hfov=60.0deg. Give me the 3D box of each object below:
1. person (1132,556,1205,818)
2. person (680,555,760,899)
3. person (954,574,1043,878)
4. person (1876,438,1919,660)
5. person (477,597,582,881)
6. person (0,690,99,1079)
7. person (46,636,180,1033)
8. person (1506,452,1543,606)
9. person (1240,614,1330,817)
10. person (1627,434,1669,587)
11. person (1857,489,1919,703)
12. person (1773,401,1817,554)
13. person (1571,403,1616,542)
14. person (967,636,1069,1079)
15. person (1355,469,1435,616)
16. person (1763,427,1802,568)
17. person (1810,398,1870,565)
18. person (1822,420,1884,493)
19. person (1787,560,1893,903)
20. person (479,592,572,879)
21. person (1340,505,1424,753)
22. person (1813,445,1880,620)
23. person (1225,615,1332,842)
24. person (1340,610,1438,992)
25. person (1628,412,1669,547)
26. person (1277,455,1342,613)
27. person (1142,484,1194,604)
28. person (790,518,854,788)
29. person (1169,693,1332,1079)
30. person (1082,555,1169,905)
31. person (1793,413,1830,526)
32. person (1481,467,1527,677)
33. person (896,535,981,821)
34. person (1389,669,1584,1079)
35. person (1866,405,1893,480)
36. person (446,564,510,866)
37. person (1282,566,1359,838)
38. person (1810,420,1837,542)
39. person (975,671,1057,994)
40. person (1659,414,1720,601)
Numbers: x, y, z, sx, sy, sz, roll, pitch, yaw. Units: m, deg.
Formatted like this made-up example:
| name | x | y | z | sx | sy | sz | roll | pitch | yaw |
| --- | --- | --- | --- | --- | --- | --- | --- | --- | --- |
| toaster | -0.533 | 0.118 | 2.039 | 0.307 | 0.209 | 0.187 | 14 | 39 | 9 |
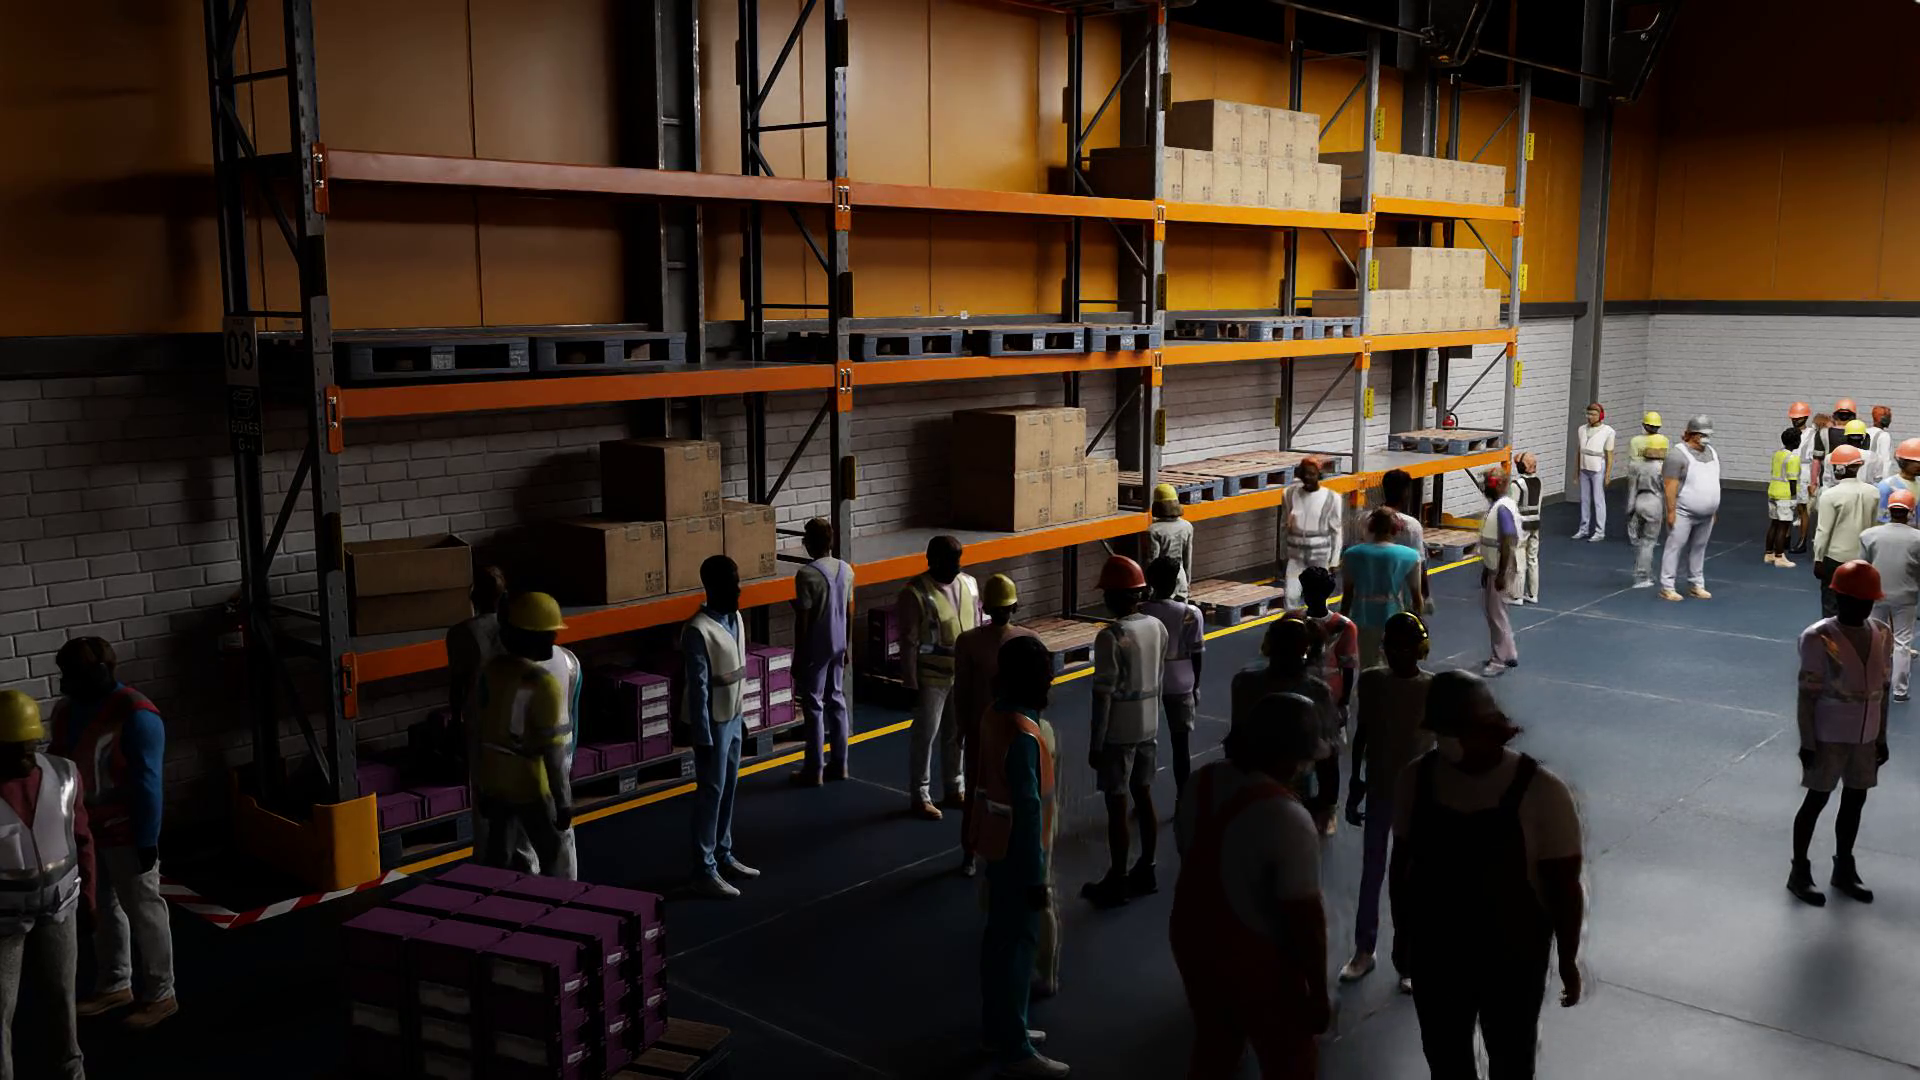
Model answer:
| name | x | y | z | sx | sy | sz | roll | pitch | yaw |
| --- | --- | --- | --- | --- | --- | --- | --- | --- | --- |
| person | 1.286 | 0.942 | 10.606 | 0.536 | 1.695 | 0.322 | 1 | 9 | 8 |
| person | -1.366 | 1.027 | 9.344 | 0.377 | 1.917 | 0.599 | 2 | 9 | 14 |
| person | 0.224 | 1.065 | 9.592 | 0.525 | 1.769 | 0.327 | -1 | 9 | -8 |
| person | 8.536 | 0.088 | 15.060 | 0.608 | 2.033 | 0.427 | -3 | 9 | -20 |
| person | -2.204 | 1.202 | 8.468 | 0.430 | 1.845 | 0.624 | 6 | 11 | 33 |
| person | -3.764 | 1.488 | 6.681 | 0.403 | 1.824 | 0.594 | 7 | 11 | 37 |
| person | -3.910 | 1.338 | 7.632 | 0.632 | 1.836 | 0.431 | 4 | 10 | 25 |
| person | 5.982 | -0.115 | 17.646 | 0.509 | 1.629 | 0.315 | -7 | 11 | -38 |
| person | 1.613 | 1.238 | 8.347 | 0.554 | 1.804 | 0.419 | 6 | 11 | 35 |
| person | 7.841 | -0.331 | 18.746 | 0.684 | 1.721 | 0.498 | -5 | 10 | -29 |
| person | 7.638 | 0.452 | 13.618 | 0.567 | 1.743 | 0.350 | 8 | 12 | 40 |
| person | 10.572 | -0.789 | 21.038 | 0.386 | 1.929 | 0.543 | -4 | 10 | -25 |
| person | 8.394 | -0.891 | 21.988 | 0.385 | 1.837 | 0.565 | -4 | 10 | -25 |
| person | 0.239 | 1.358 | 7.214 | 0.393 | 1.919 | 0.589 | -2 | 9 | -13 |
| person | 3.502 | 0.395 | 13.306 | 0.581 | 1.945 | 0.621 | -5 | 10 | -30 |
| person | 9.927 | -0.515 | 20.034 | 0.320 | 1.690 | 0.537 | 0 | 9 | 2 |
| person | 10.592 | -0.687 | 20.052 | 0.611 | 2.032 | 0.411 | 5 | 10 | 28 |
| person | 9.791 | -0.359 | 18.296 | 0.586 | 1.918 | 0.396 | 5 | 10 | 27 |
| person | 4.864 | 1.056 | 9.145 | 0.542 | 1.927 | 0.386 | -2 | 9 | -11 |
| person | -2.141 | 1.203 | 8.258 | 0.588 | 1.907 | 0.455 | 7 | 11 | 39 |
| person | 3.105 | 0.639 | 12.273 | 0.579 | 1.793 | 1.002 | 4 | 10 | 25 |
| person | 7.881 | 0.141 | 14.858 | 0.618 | 1.986 | 0.406 | -2 | 9 | -13 |
| person | 1.524 | 1.260 | 8.096 | 0.539 | 1.844 | 0.404 | 2 | 9 | 15 |
| person | 2.124 | 1.253 | 8.068 | 0.517 | 1.865 | 0.328 | 5 | 10 | 28 |
| person | 8.911 | -0.784 | 21.538 | 0.525 | 1.762 | 0.339 | 0 | 9 | -3 |
| person | 3.112 | 0.178 | 15.007 | 0.613 | 1.856 | 0.803 | 5 | 10 | 28 |
| person | 1.736 | 0.391 | 14.038 | 0.484 | 1.735 | 0.309 | -6 | 10 | -32 |
| person | -0.939 | 0.761 | 11.342 | 0.349 | 1.836 | 0.517 | 7 | 11 | 39 |
| person | 1.107 | 1.469 | 6.101 | 0.625 | 2.000 | 0.715 | -5 | 10 | -30 |
| person | 0.900 | 1.043 | 9.209 | 0.387 | 1.930 | 0.544 | 9 | 12 | 44 |
| person | 12.093 | -0.985 | 23.352 | 0.824 | 1.598 | 0.512 | 0 | 9 | 3 |
| person | 4.736 | 0.282 | 14.525 | 0.385 | 1.810 | 0.670 | 1 | 9 | 9 |
| person | -0.107 | 0.870 | 10.649 | 0.627 | 1.837 | 0.430 | -7 | 12 | -40 |
| person | 1.953 | 1.450 | 6.228 | 0.775 | 2.000 | 0.609 | 5 | 10 | 32 |
| person | 11.495 | -0.752 | 20.925 | 0.337 | 1.882 | 0.585 | -1 | 9 | -3 |
| person | -2.626 | 1.052 | 9.420 | 0.506 | 1.846 | 0.351 | -3 | 9 | -17 |
| person | 2.189 | 0.991 | 10.302 | 0.532 | 1.693 | 0.319 | 6 | 11 | 35 |
| person | 11.350 | -0.744 | 21.681 | 0.310 | 1.636 | 0.522 | 1 | 9 | 6 |
| person | 0.284 | 1.396 | 7.904 | 0.340 | 1.625 | 0.591 | 6 | 11 | 36 |
| person | 7.885 | -0.356 | 17.874 | 0.690 | 2.000 | 0.541 | -3 | 9 | -18 |
